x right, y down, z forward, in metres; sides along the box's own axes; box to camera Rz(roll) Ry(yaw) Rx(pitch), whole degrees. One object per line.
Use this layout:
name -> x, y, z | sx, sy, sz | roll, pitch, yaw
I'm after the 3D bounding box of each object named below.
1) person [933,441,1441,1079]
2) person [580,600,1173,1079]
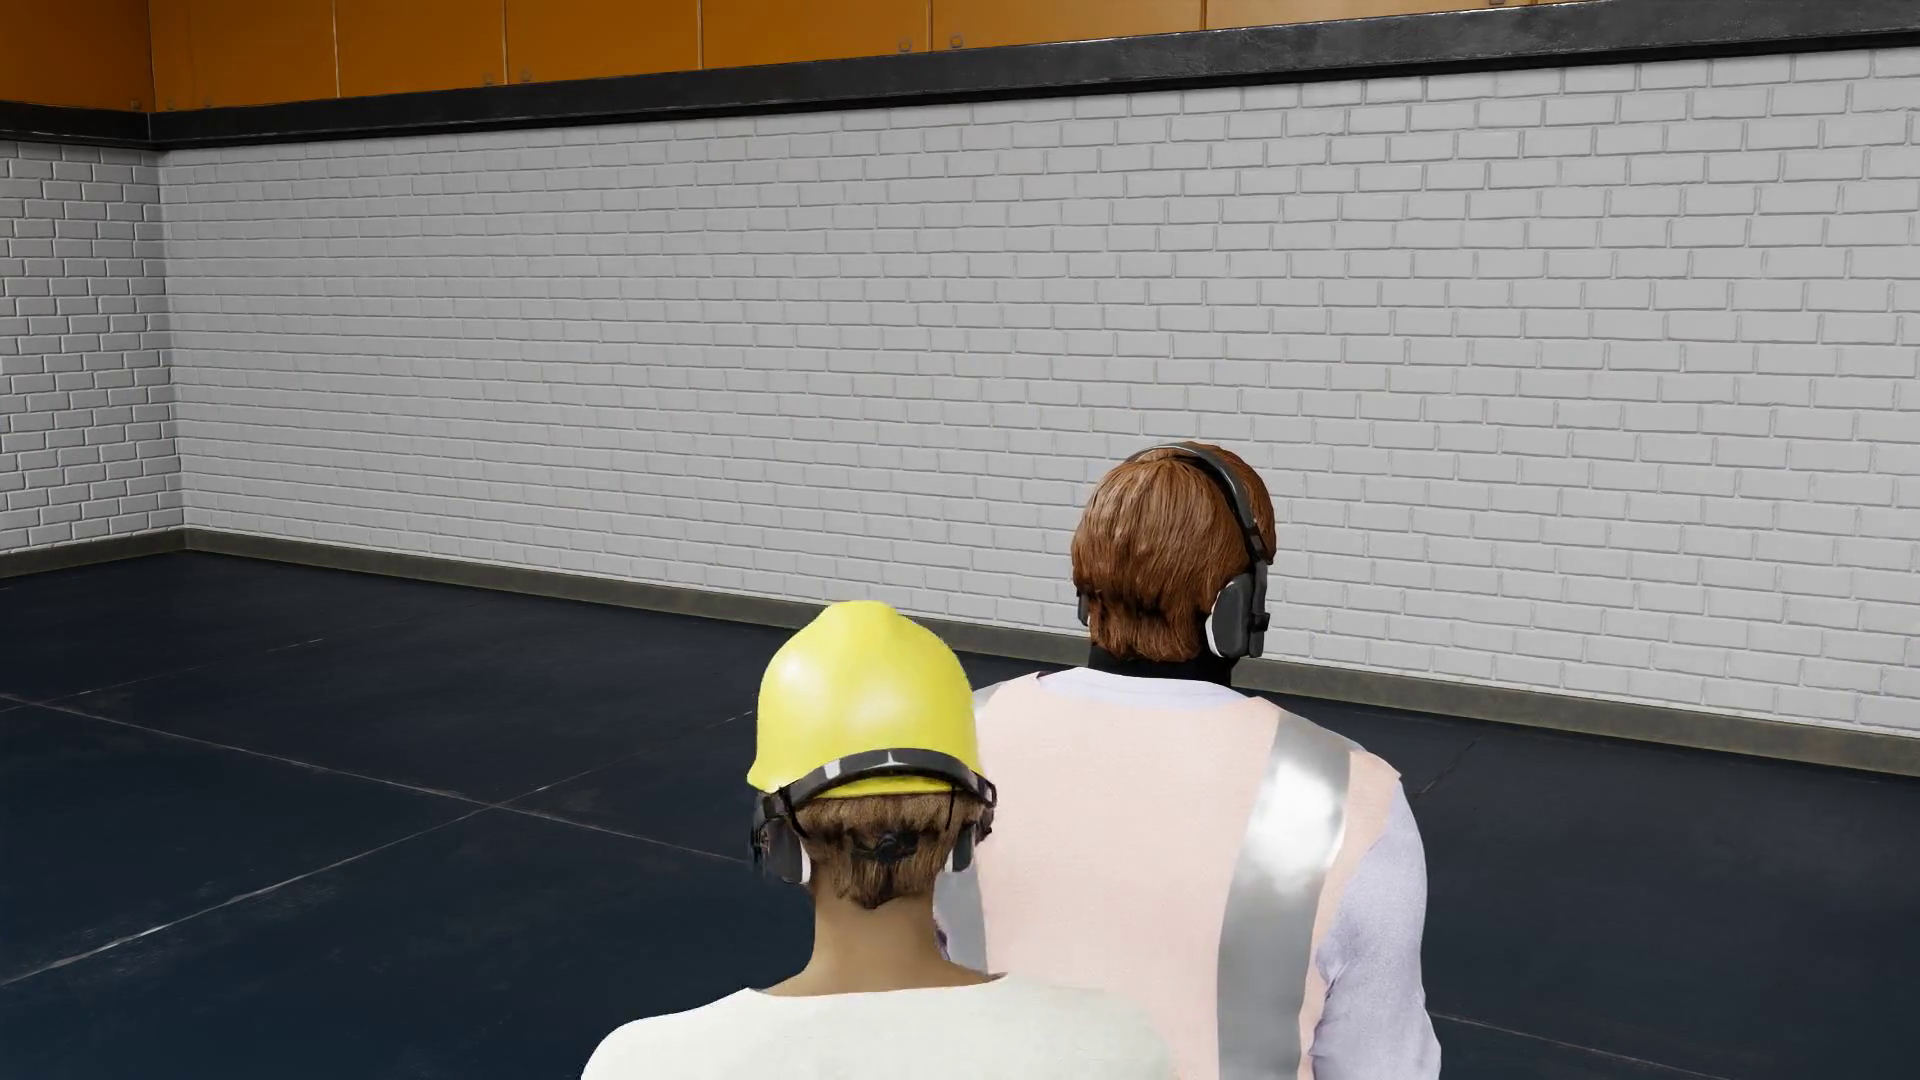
person -> 0.233, 0.806, 1.914 | 0.630, 1.843, 0.429 | 5, 10, 27
person -> -0.053, 0.937, 1.398 | 0.538, 1.746, 0.592 | -1, 9, -8
